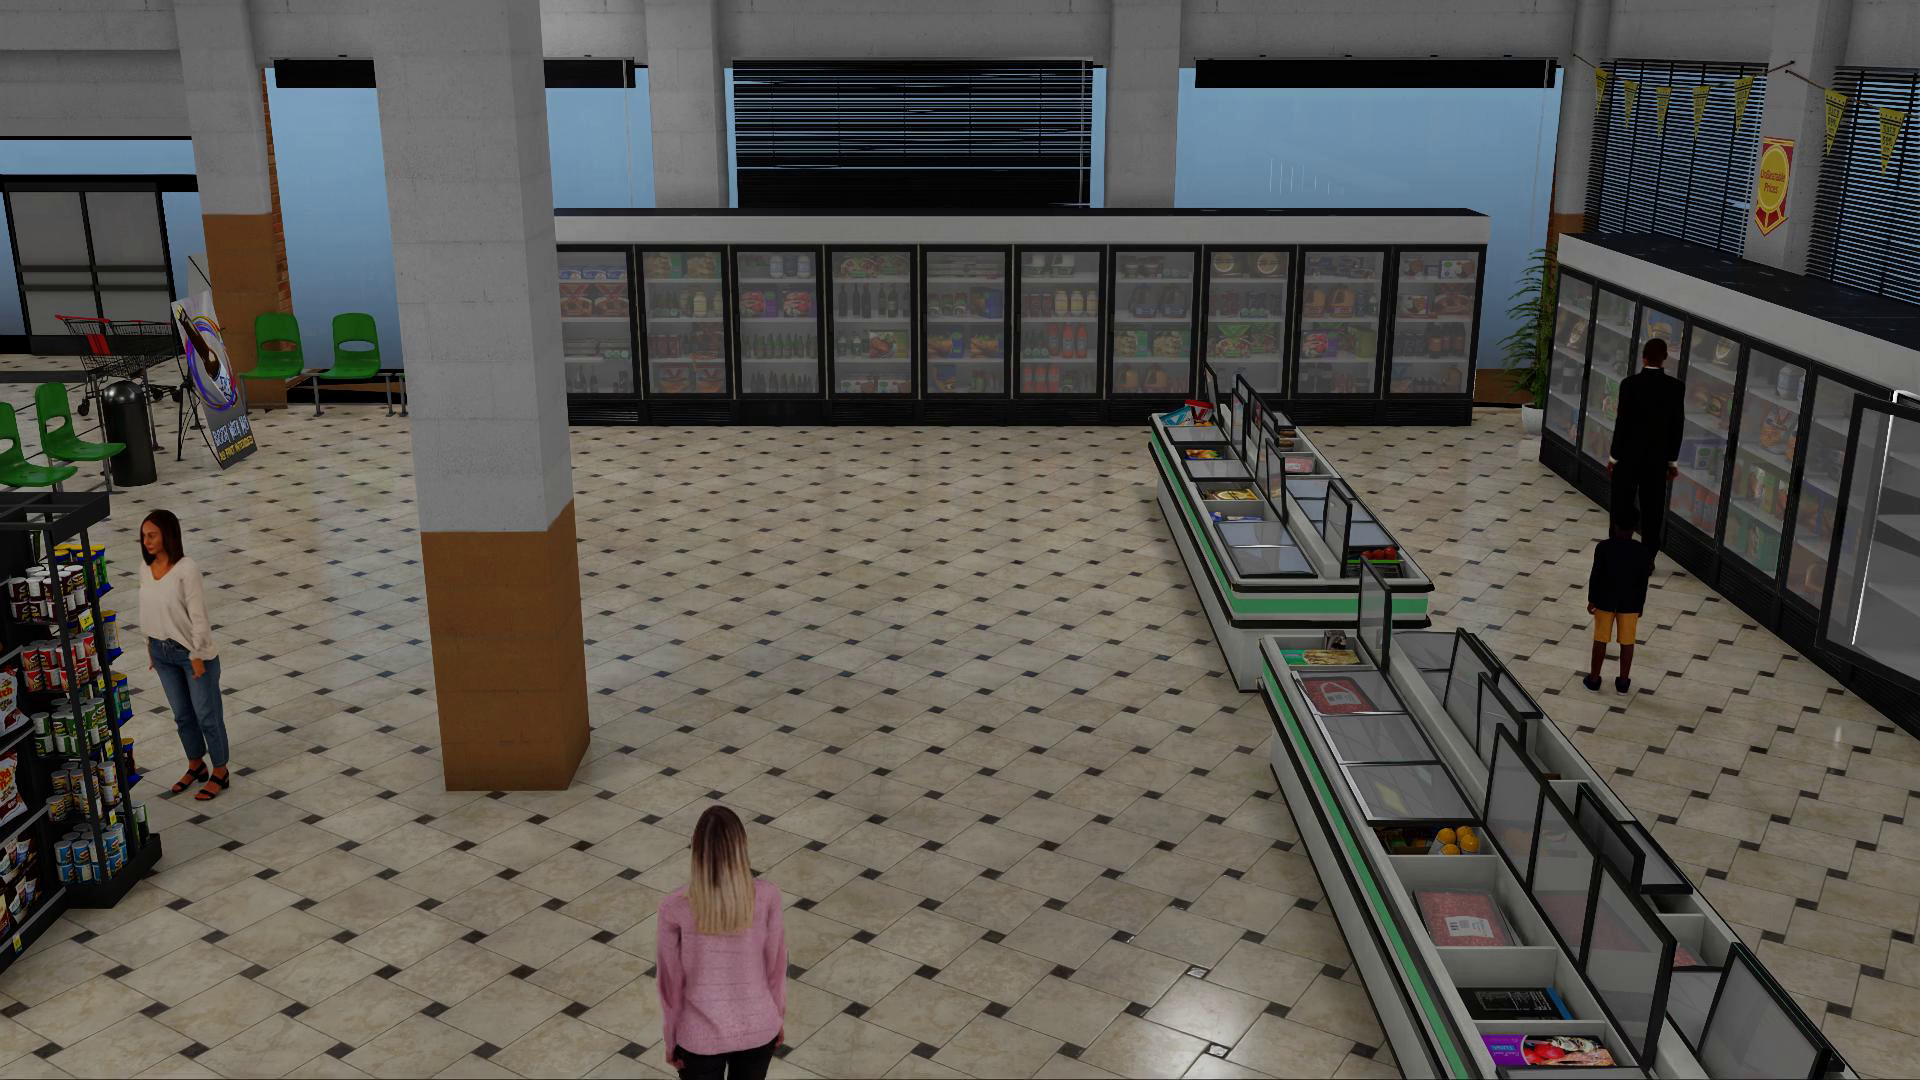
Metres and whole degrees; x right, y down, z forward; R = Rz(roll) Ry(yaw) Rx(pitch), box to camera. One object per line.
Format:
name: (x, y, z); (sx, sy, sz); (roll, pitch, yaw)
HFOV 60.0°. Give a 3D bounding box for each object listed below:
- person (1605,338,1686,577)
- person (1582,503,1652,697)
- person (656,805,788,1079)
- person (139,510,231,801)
person: (5.408, -0.657, 13.181); (0.728, 1.904, 0.634); (2, 17, 7)
person: (4.288, 0.385, 10.843); (0.563, 1.268, 0.590); (4, 17, 14)
person: (-0.800, 1.726, 5.734); (0.745, 1.671, 0.999); (-4, 17, -13)
person: (-4.341, 0.631, 9.329); (0.691, 1.678, 0.678); (7, 18, 22)
